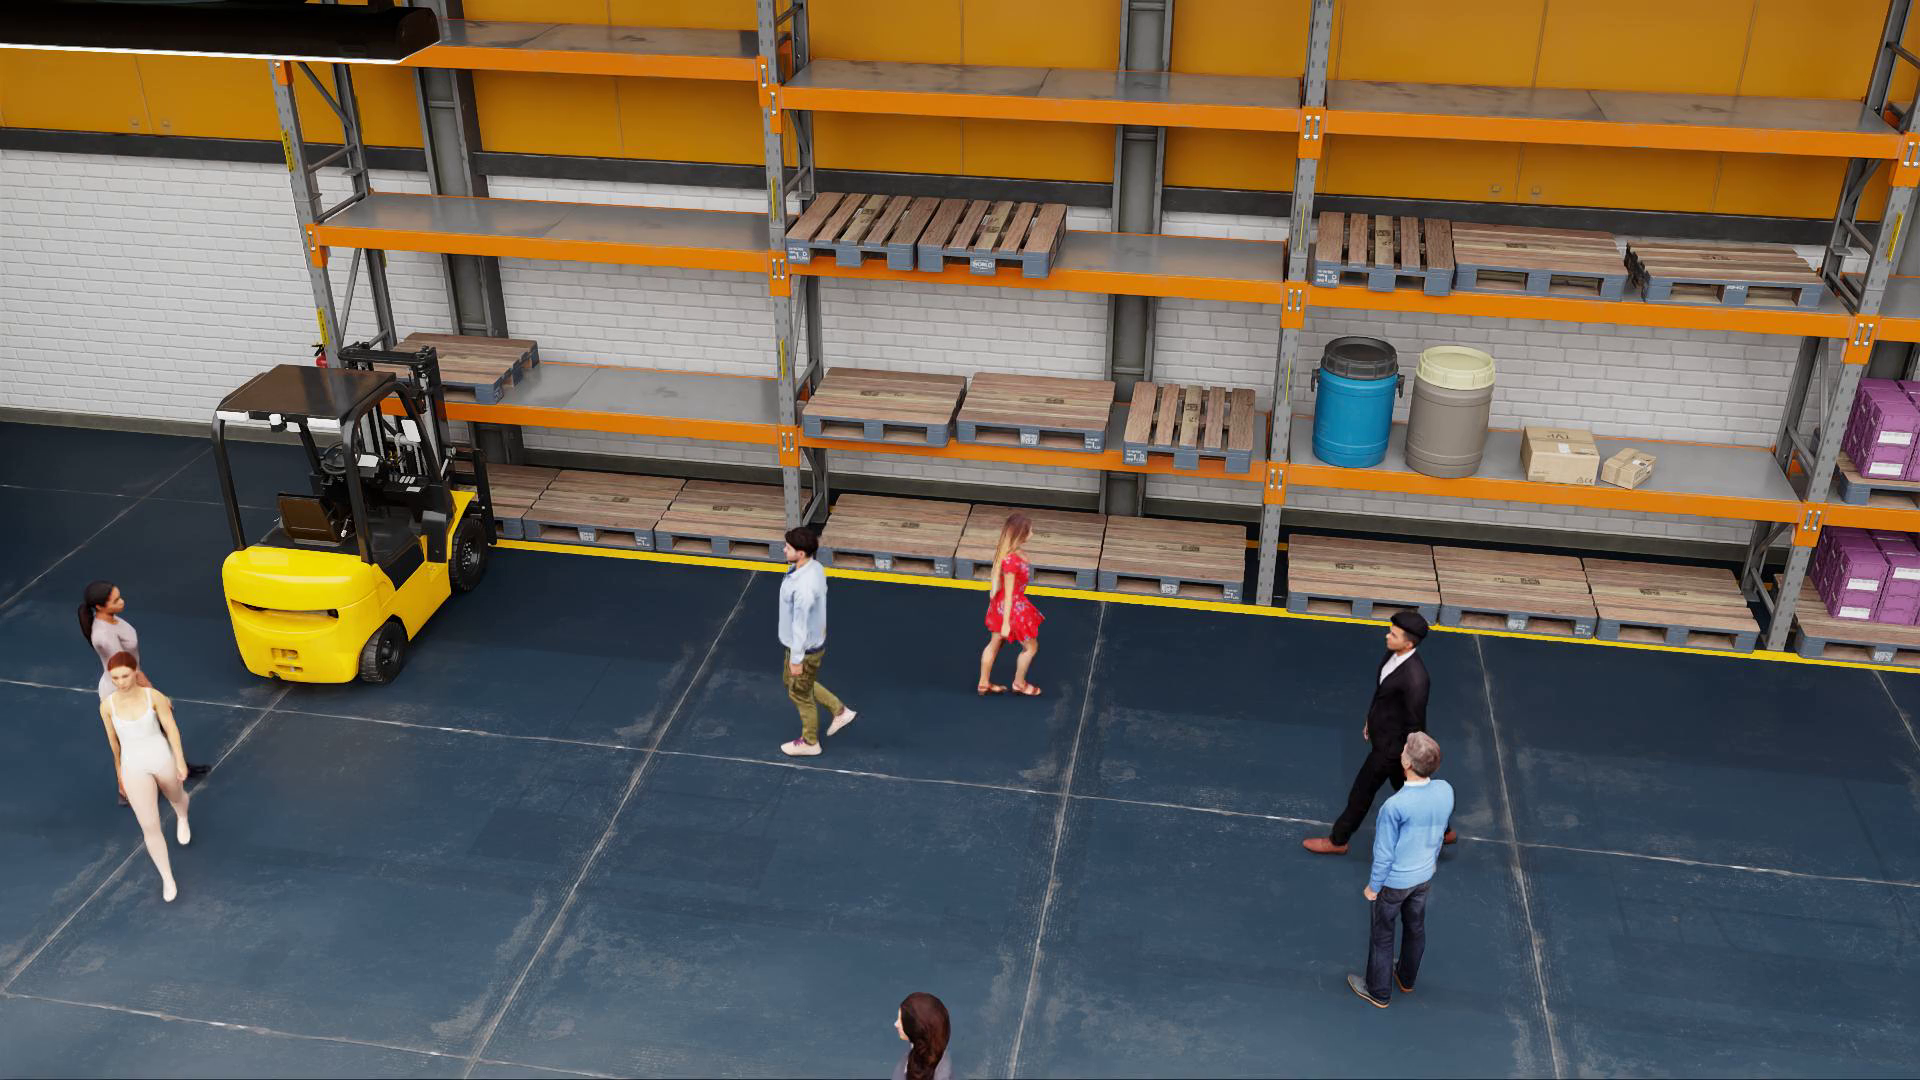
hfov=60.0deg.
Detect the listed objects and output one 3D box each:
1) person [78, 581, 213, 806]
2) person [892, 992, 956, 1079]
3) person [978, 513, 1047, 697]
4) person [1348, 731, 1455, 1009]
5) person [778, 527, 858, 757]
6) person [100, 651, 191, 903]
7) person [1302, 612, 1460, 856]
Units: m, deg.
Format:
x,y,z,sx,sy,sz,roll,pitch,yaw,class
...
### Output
x,y,z,sx,sy,sz,roll,pitch,yaw,class
-5.630,1.057,11.030,0.955,1.721,0.843,-12,31,-21,person
-0.081,2.807,7.787,0.755,1.755,0.731,-5,29,-10,person
0.286,0.517,12.177,0.802,1.571,0.765,-4,29,-7,person
2.522,1.867,9.443,0.720,1.818,0.806,-15,32,-25,person
-1.000,0.732,11.545,0.849,1.799,0.767,0,29,-1,person
-5.114,1.392,10.542,1.055,1.601,0.993,-11,30,-19,person
2.841,1.267,10.518,1.253,1.842,0.796,2,29,4,person
